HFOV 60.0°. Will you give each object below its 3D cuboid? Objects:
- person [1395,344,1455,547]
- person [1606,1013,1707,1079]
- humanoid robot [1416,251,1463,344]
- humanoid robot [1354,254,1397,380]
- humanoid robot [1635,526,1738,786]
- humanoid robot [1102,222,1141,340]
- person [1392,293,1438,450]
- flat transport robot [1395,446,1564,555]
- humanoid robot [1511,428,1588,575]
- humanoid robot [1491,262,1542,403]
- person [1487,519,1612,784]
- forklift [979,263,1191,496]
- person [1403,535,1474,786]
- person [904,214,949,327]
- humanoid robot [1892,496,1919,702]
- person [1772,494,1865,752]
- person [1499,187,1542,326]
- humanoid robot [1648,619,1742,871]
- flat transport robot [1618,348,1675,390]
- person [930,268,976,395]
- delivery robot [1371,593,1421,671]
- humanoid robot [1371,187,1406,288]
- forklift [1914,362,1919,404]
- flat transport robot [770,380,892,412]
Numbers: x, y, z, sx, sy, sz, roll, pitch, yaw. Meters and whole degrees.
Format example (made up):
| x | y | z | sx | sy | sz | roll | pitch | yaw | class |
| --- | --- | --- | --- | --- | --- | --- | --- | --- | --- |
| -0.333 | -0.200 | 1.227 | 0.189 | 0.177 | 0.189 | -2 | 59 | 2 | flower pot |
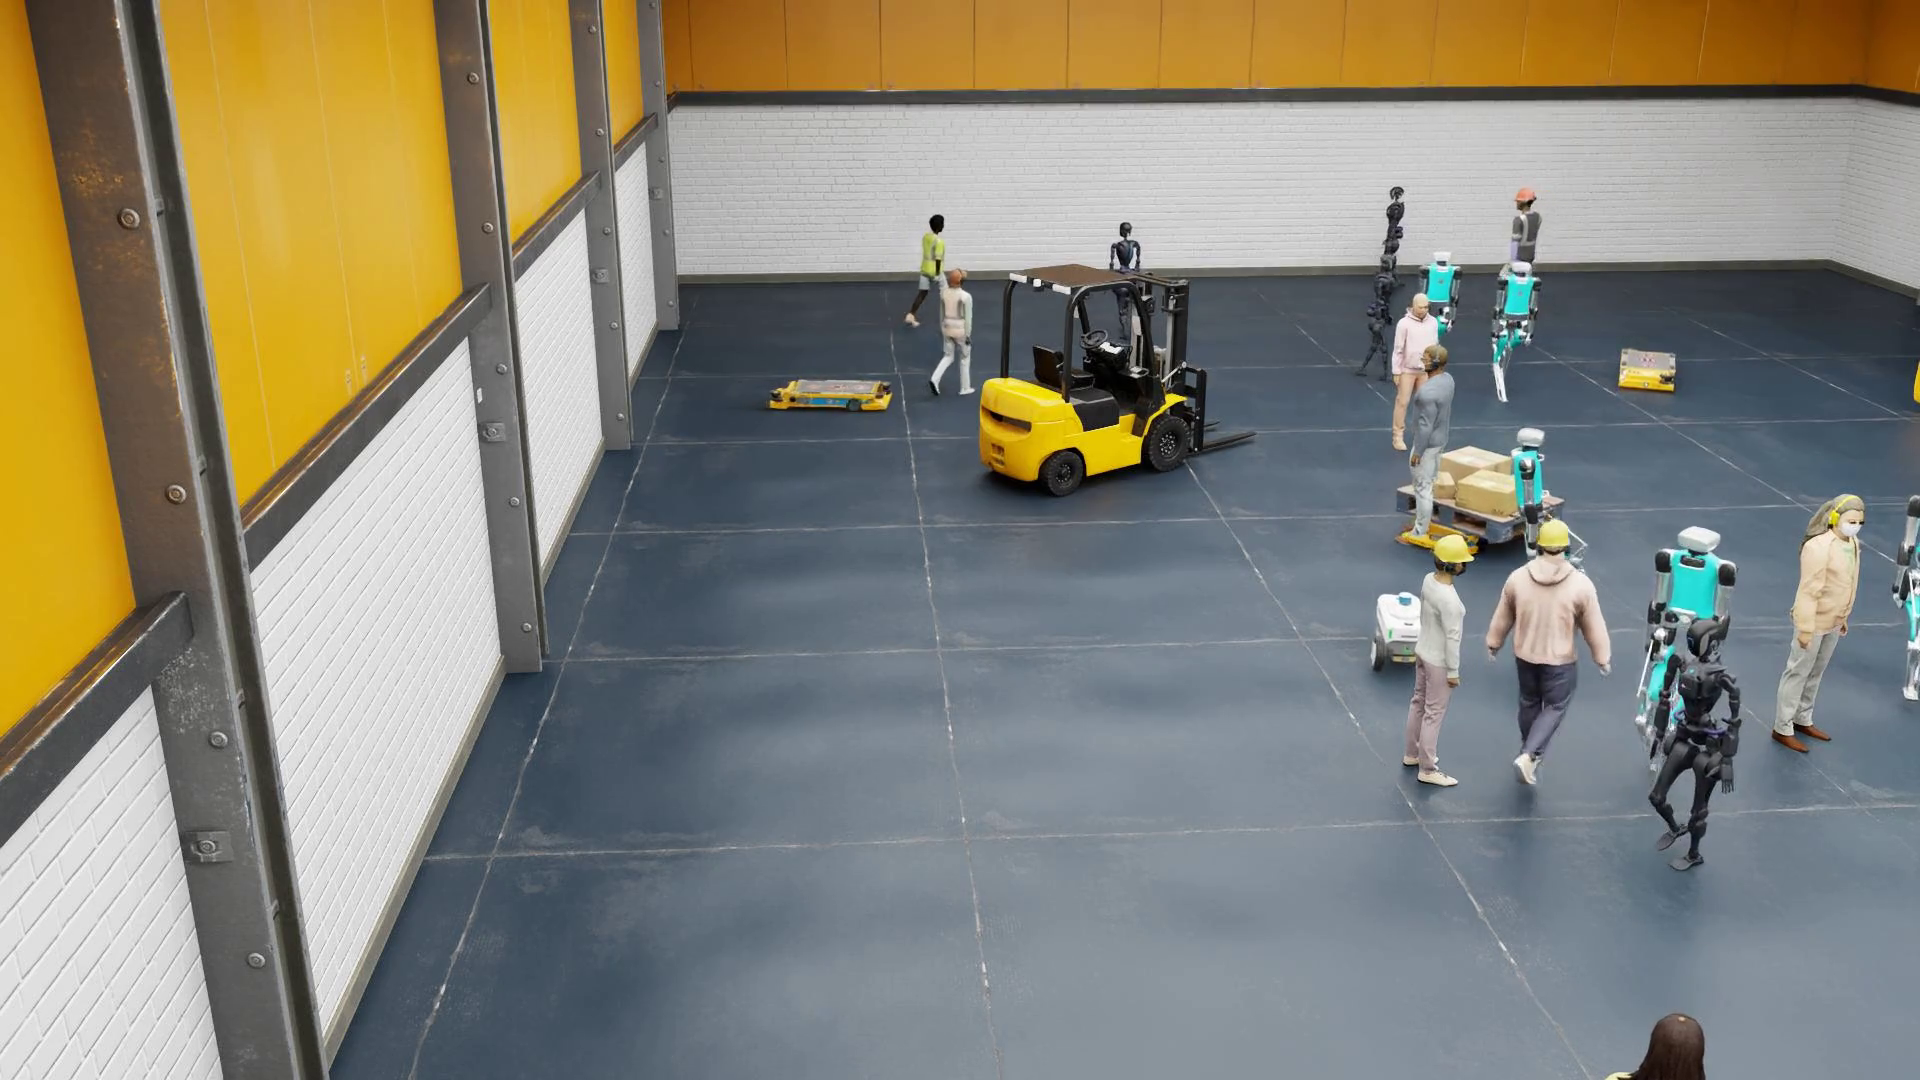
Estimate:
| x | y | z | sx | sy | sz | roll | pitch | yaw | class |
| --- | --- | --- | --- | --- | --- | --- | --- | --- | --- |
| 4.391 | -0.893 | 15.638 | 0.364 | 1.939 | 0.635 | 12 | 23 | 30 | person |
| 2.628 | 2.607 | 6.359 | 0.469 | 1.763 | 0.361 | 12 | 24 | 30 | person |
| 6.064 | -2.870 | 21.347 | 0.535 | 1.765 | 0.775 | 2 | 20 | 6 | humanoid robot |
| 5.452 | -2.884 | 21.499 | 0.659 | 1.632 | 0.590 | 10 | 22 | 25 | humanoid robot |
| 4.819 | 0.858 | 11.277 | 0.540 | 1.839 | 0.723 | 17 | 26 | 39 | humanoid robot |
| 2.307 | -3.701 | 23.681 | 0.600 | 1.644 | 0.534 | -12 | 24 | -30 | humanoid robot |
| 5.067 | -1.891 | 18.595 | 0.542 | 1.773 | 0.408 | -4 | 21 | -11 | person |
| 4.964 | -0.134 | 15.991 | 1.431 | 0.231 | 0.659 | -15 | 25 | -35 | flat transport robot |
| 4.849 | -0.002 | 13.587 | 0.816 | 1.824 | 0.530 | 5 | 21 | 15 | humanoid robot |
| 6.816 | -2.651 | 20.742 | 0.532 | 1.766 | 0.961 | 1 | 20 | 3 | humanoid robot |
| 3.932 | 0.778 | 11.224 | 0.817 | 1.843 | 0.659 | 15 | 25 | 36 | person |
| 1.315 | -1.764 | 17.646 | 2.313 | 2.155 | 1.214 | -14 | 24 | -33 | forklift |
| 3.251 | 0.800 | 11.274 | 0.306 | 1.768 | 0.523 | -2 | 20 | -6 | person |
| -0.441 | -3.931 | 24.314 | 0.815 | 1.657 | 0.523 | -14 | 24 | -33 | person |
| 7.228 | 0.418 | 12.338 | 0.541 | 1.734 | 0.966 | 8 | 22 | 21 | humanoid robot |
| 6.075 | 0.563 | 11.769 | 0.552 | 1.875 | 0.402 | -13 | 24 | -32 | person |
| 8.186 | -4.140 | 24.356 | 0.614 | 2.027 | 0.433 | -14 | 24 | -33 | person |
| 4.507 | 1.257 | 10.158 | 0.345 | 1.649 | 0.608 | -11 | 23 | -27 | humanoid robot |
| 8.958 | -2.222 | 21.682 | 0.659 | 0.231 | 1.431 | 8 | 22 | 20 | flat transport robot |
| -0.083 | -2.564 | 20.659 | 0.513 | 1.621 | 0.614 | 16 | 25 | 36 | person |
| 3.529 | 0.720 | 13.254 | 0.499 | 0.597 | 0.790 | 2 | 20 | 6 | delivery robot |
| 7.025 | -4.905 | 26.999 | 0.520 | 1.643 | 0.588 | 3 | 20 | 7 | humanoid robot |
| 12.602 | -2.435 | 19.475 | 2.313 | 2.155 | 1.214 | -1 | 20 | -4 | forklift |
| -1.582 | -1.778 | 20.471 | 1.431 | 0.231 | 0.659 | 1 | 20 | 3 | flat transport robot |
